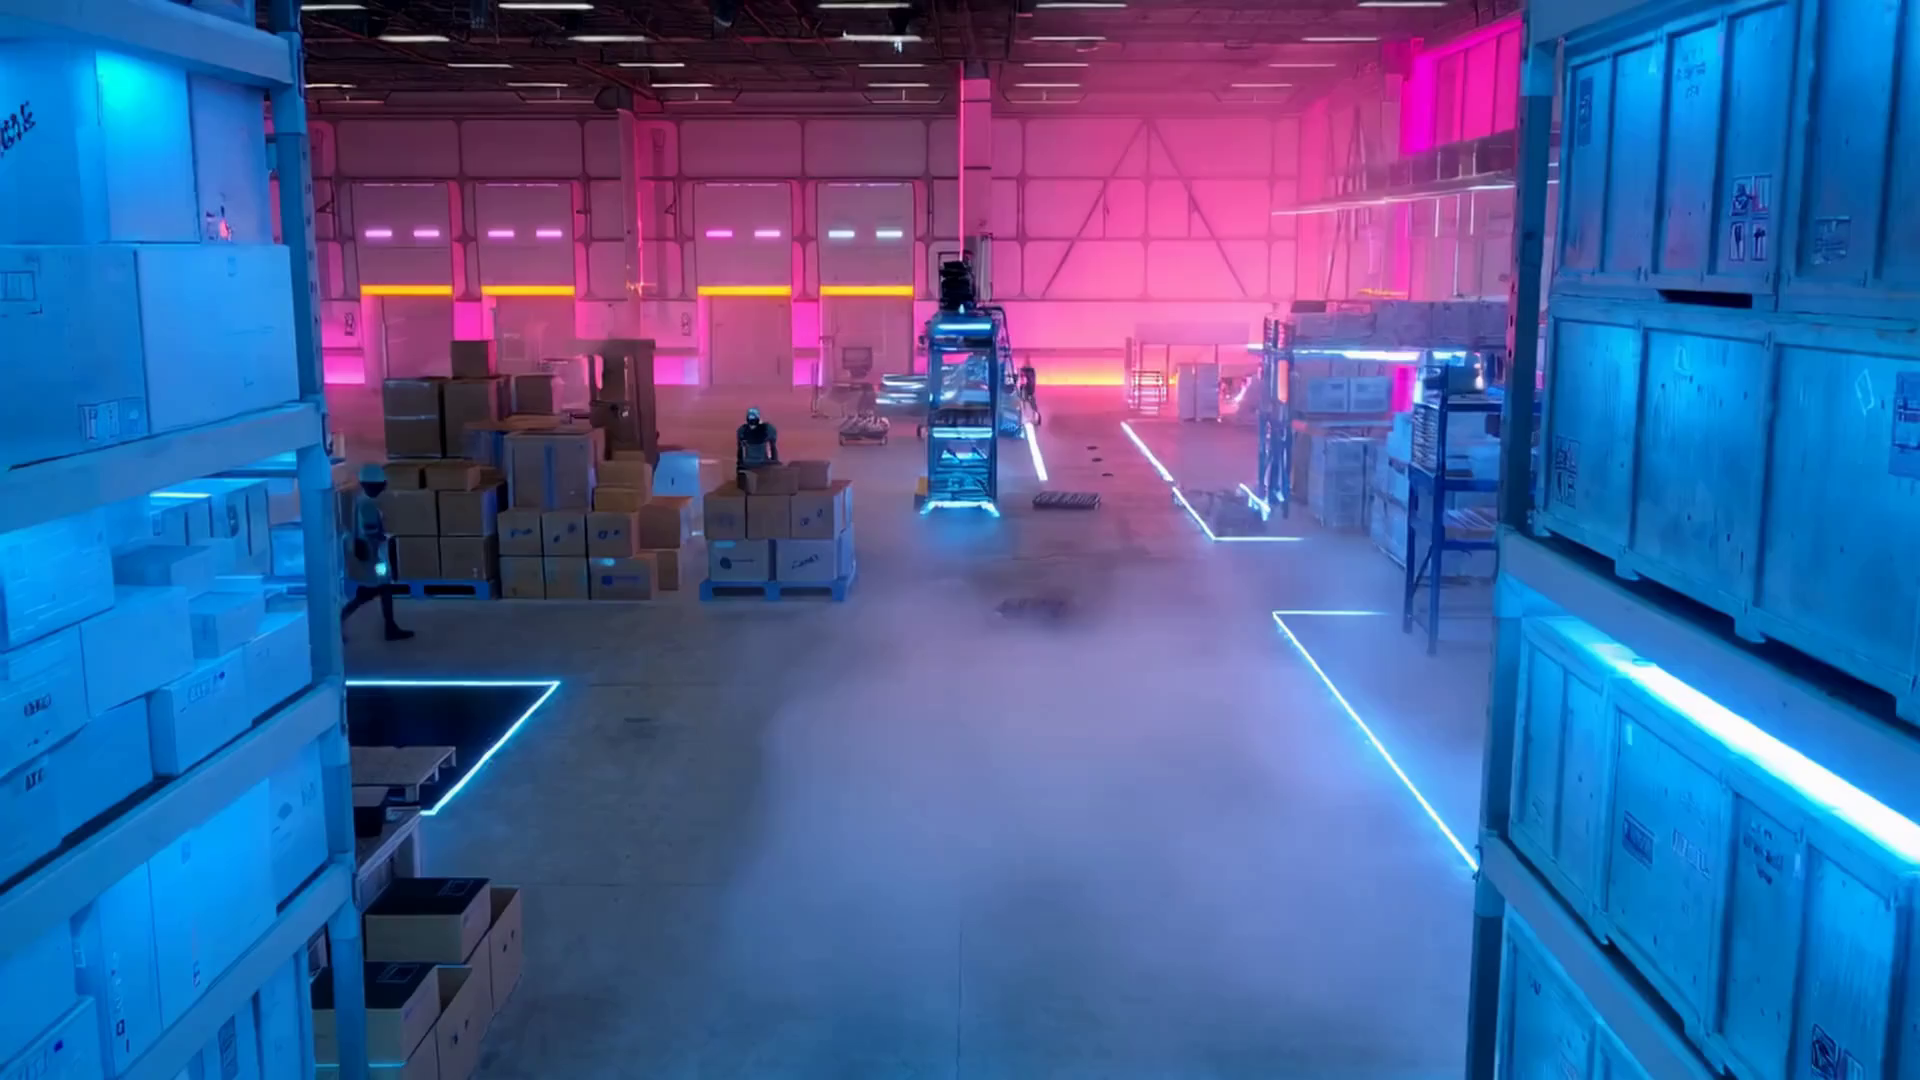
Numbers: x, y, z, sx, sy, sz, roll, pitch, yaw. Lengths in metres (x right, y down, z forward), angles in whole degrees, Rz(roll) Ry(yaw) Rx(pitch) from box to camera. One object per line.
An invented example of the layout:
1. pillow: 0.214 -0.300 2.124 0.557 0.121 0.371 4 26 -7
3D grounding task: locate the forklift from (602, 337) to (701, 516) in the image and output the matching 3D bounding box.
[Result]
1. forklift: -5.028 -1.701 25.518 1.129 2.768 1.873 8 13 40

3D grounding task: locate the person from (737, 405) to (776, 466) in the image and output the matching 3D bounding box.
1. person: -2.979 -1.021 24.363 0.629 1.929 0.362 3 10 18

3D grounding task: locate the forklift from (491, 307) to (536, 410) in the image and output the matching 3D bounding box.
1. forklift: -10.749 -4.230 40.109 1.129 2.768 1.873 0 10 1

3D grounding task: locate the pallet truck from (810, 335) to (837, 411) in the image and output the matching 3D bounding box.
1. pallet truck: -3.021 -4.312 43.126 1.885 1.965 0.823 3 10 17

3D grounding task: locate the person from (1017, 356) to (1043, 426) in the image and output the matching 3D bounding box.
1. person: 1.660 -3.535 39.578 0.533 1.672 0.742 -6 12 -33

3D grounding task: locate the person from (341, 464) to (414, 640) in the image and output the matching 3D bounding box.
1. person: -6.302 0.153 17.607 0.818 1.918 0.542 -2 10 -14
